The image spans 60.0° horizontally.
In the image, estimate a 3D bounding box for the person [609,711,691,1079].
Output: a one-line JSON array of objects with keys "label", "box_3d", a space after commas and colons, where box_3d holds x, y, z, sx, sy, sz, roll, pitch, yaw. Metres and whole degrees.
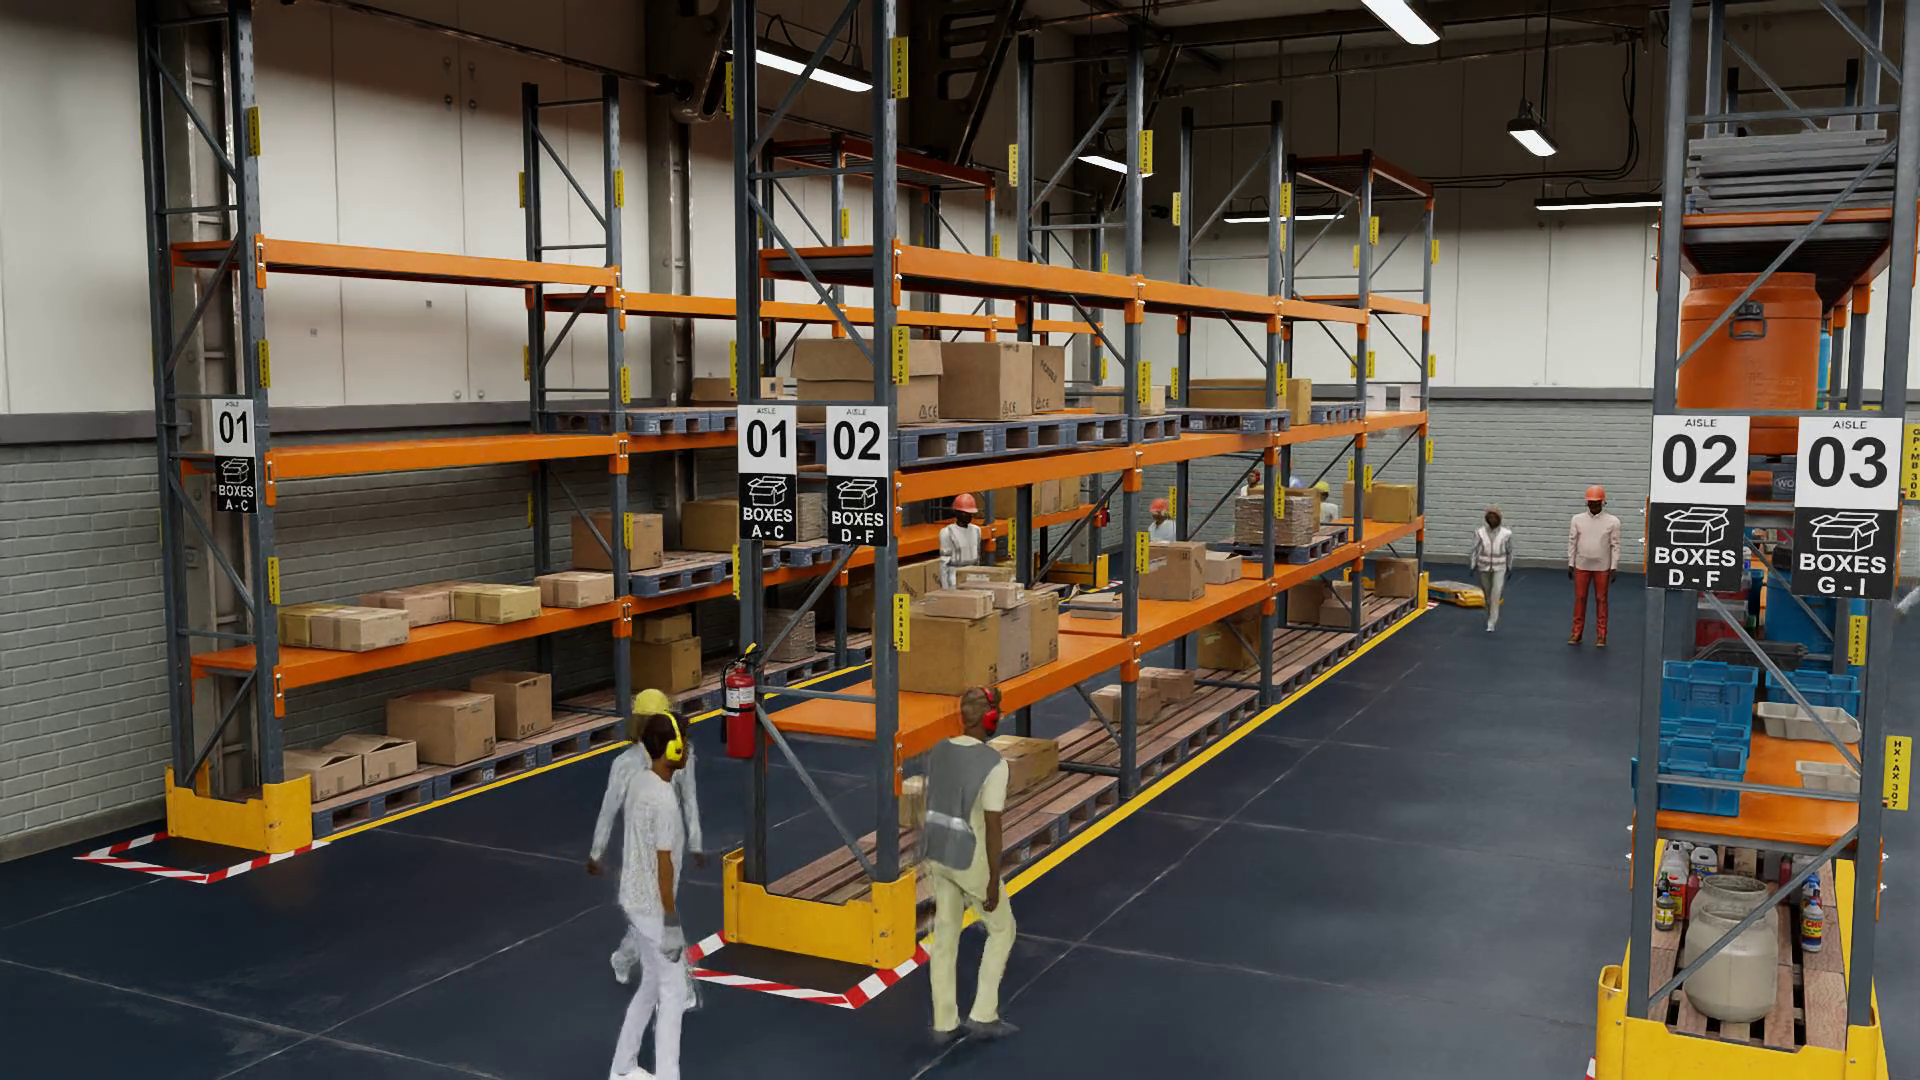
[{"label": "person", "box_3d": [-1.441, 1.725, 7.769, 0.447, 1.845, 0.572, -3, 6, -25]}]

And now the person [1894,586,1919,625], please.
[{"label": "person", "box_3d": [12.766, 0.266, 21.834, 0.579, 1.858, 0.874, -2, 6, -22]}]

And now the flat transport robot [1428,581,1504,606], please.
[{"label": "flat transport robot", "box_3d": [7.285, 0.771, 24.507, 0.652, 0.197, 1.431, -2, 6, -20]}]

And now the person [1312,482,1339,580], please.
[{"label": "person", "box_3d": [5.467, -0.019, 25.247, 0.519, 1.734, 0.897, 5, 8, 41]}]

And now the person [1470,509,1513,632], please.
[{"label": "person", "box_3d": [7.023, 0.378, 21.950, 0.520, 1.602, 0.855, 3, 7, 26]}]

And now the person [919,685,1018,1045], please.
[{"label": "person", "box_3d": [0.061, 1.651, 8.478, 0.547, 1.819, 0.579, -6, 8, -44]}]

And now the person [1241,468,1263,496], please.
[{"label": "person", "box_3d": [4.714, -0.238, 26.721, 0.386, 1.849, 0.567, -4, 7, -37]}]

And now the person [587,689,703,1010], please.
[{"label": "person", "box_3d": [-1.698, 1.662, 9.034, 0.590, 1.675, 0.919, -5, 8, -42]}]

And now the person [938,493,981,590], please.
[{"label": "person", "box_3d": [0.041, 0.490, 18.722, 0.614, 2.039, 0.394, -6, 8, -44]}]

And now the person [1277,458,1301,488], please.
[{"label": "person", "box_3d": [5.690, -0.500, 28.979, 0.578, 1.909, 0.621, 5, 7, 38]}]

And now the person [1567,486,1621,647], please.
[{"label": "person", "box_3d": [7.831, 0.321, 20.586, 0.611, 1.995, 0.375, 4, 7, 31]}]
